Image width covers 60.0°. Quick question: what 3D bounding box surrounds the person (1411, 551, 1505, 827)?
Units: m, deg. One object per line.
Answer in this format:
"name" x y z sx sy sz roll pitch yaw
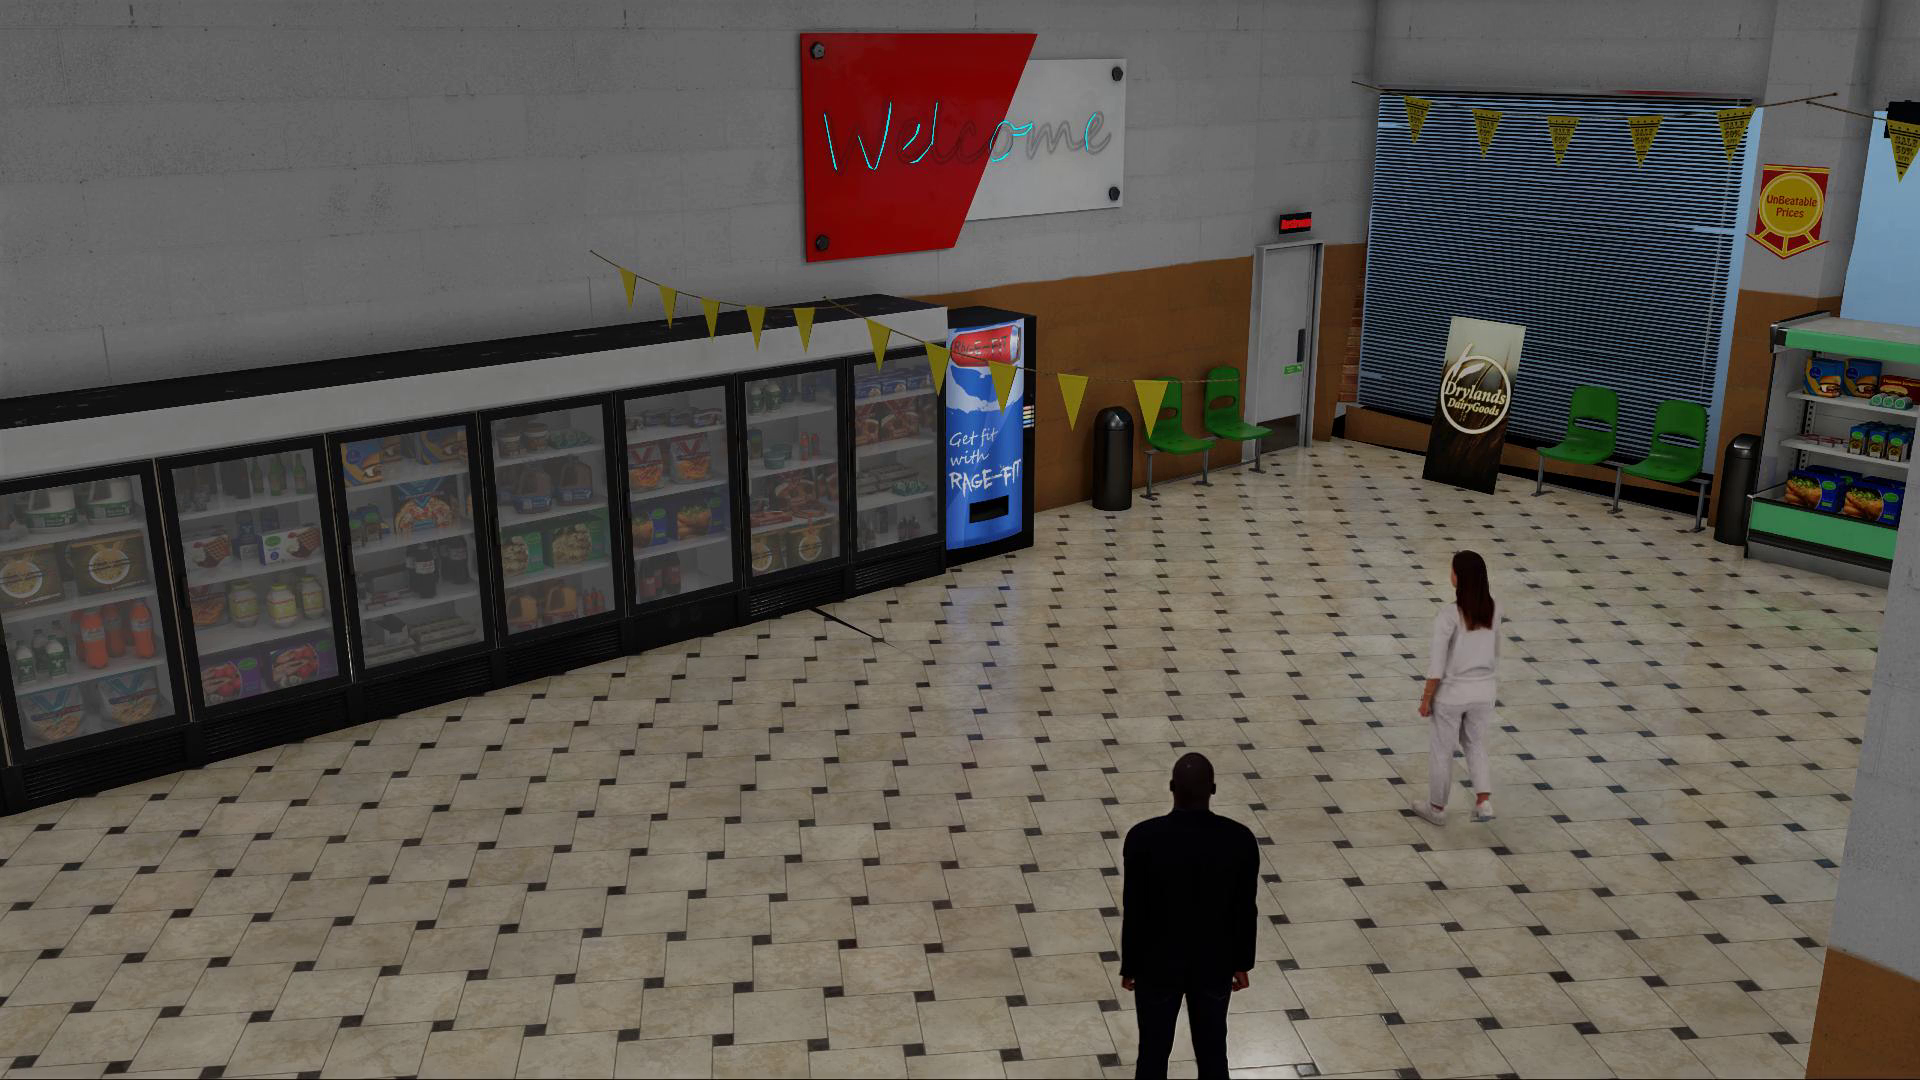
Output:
"person" 2.891 0.876 9.434 0.788 1.681 0.885 -6 18 -19

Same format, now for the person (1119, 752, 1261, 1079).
"person" 0.882 1.680 6.549 0.785 1.818 0.819 0 17 -1
